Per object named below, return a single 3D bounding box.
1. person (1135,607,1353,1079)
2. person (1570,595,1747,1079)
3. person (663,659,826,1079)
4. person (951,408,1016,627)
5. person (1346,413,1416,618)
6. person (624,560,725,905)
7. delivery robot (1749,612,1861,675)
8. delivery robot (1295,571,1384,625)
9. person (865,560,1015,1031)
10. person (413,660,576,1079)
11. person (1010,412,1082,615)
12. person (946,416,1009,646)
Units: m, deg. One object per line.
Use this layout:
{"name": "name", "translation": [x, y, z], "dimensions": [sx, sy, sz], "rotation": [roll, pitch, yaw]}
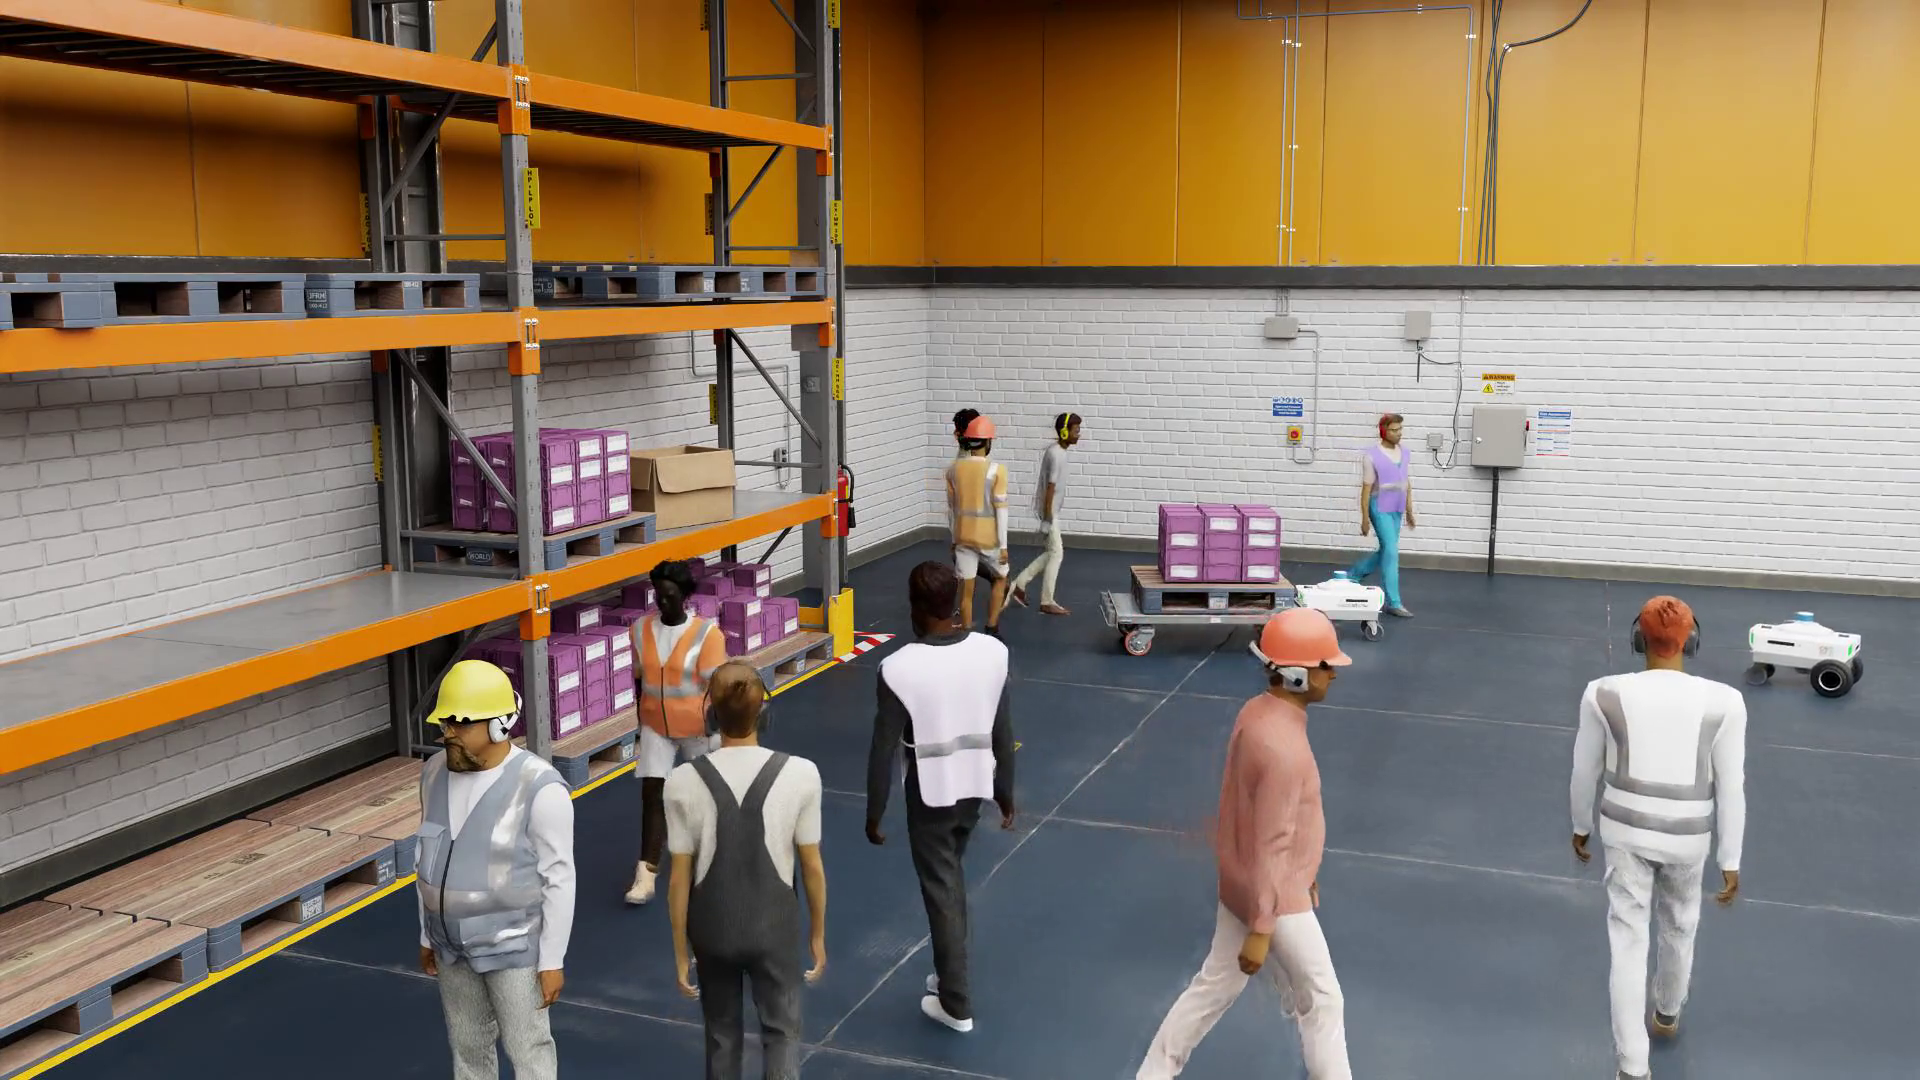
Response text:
{"name": "person", "translation": [1.021, 1.176, 5.657], "dimensions": [1.012, 1.951, 0.614], "rotation": [-1, 9, -3]}
{"name": "person", "translation": [2.644, 1.110, 6.356], "dimensions": [0.598, 1.837, 0.971], "rotation": [3, 10, 21]}
{"name": "person", "translation": [-0.681, 1.295, 5.295], "dimensions": [0.509, 1.827, 0.687], "rotation": [-1, 9, -4]}
{"name": "person", "translation": [0.179, -0.189, 14.313], "dimensions": [0.666, 1.922, 0.649], "rotation": [-3, 10, -19]}
{"name": "person", "translation": [3.779, -0.249, 14.967], "dimensions": [0.565, 1.823, 0.820], "rotation": [-8, 12, -40]}
{"name": "person", "translation": [-1.392, 0.909, 8.230], "dimensions": [0.546, 1.648, 0.890], "rotation": [2, 9, 14]}
{"name": "delivery robot", "translation": [6.196, 0.774, 12.215], "dimensions": [0.707, 0.478, 0.477], "rotation": [7, 11, 36]}
{"name": "delivery robot", "translation": [3.175, 0.503, 13.914], "dimensions": [0.707, 0.478, 0.477], "rotation": [1, 9, 6]}
{"name": "person", "translation": [-0.118, 1.017, 6.760], "dimensions": [0.633, 1.897, 0.618], "rotation": [-6, 11, -35]}
{"name": "person", "translation": [-1.516, 1.279, 5.336], "dimensions": [0.600, 1.831, 0.404], "rotation": [4, 10, 26]}
{"name": "person", "translation": [0.767, -0.235, 14.865], "dimensions": [0.629, 1.830, 0.551], "rotation": [1, 9, 4]}
{"name": "person", "translation": [0.183, -0.027, 13.260], "dimensions": [0.578, 1.917, 0.607], "rotation": [5, 10, 27]}
